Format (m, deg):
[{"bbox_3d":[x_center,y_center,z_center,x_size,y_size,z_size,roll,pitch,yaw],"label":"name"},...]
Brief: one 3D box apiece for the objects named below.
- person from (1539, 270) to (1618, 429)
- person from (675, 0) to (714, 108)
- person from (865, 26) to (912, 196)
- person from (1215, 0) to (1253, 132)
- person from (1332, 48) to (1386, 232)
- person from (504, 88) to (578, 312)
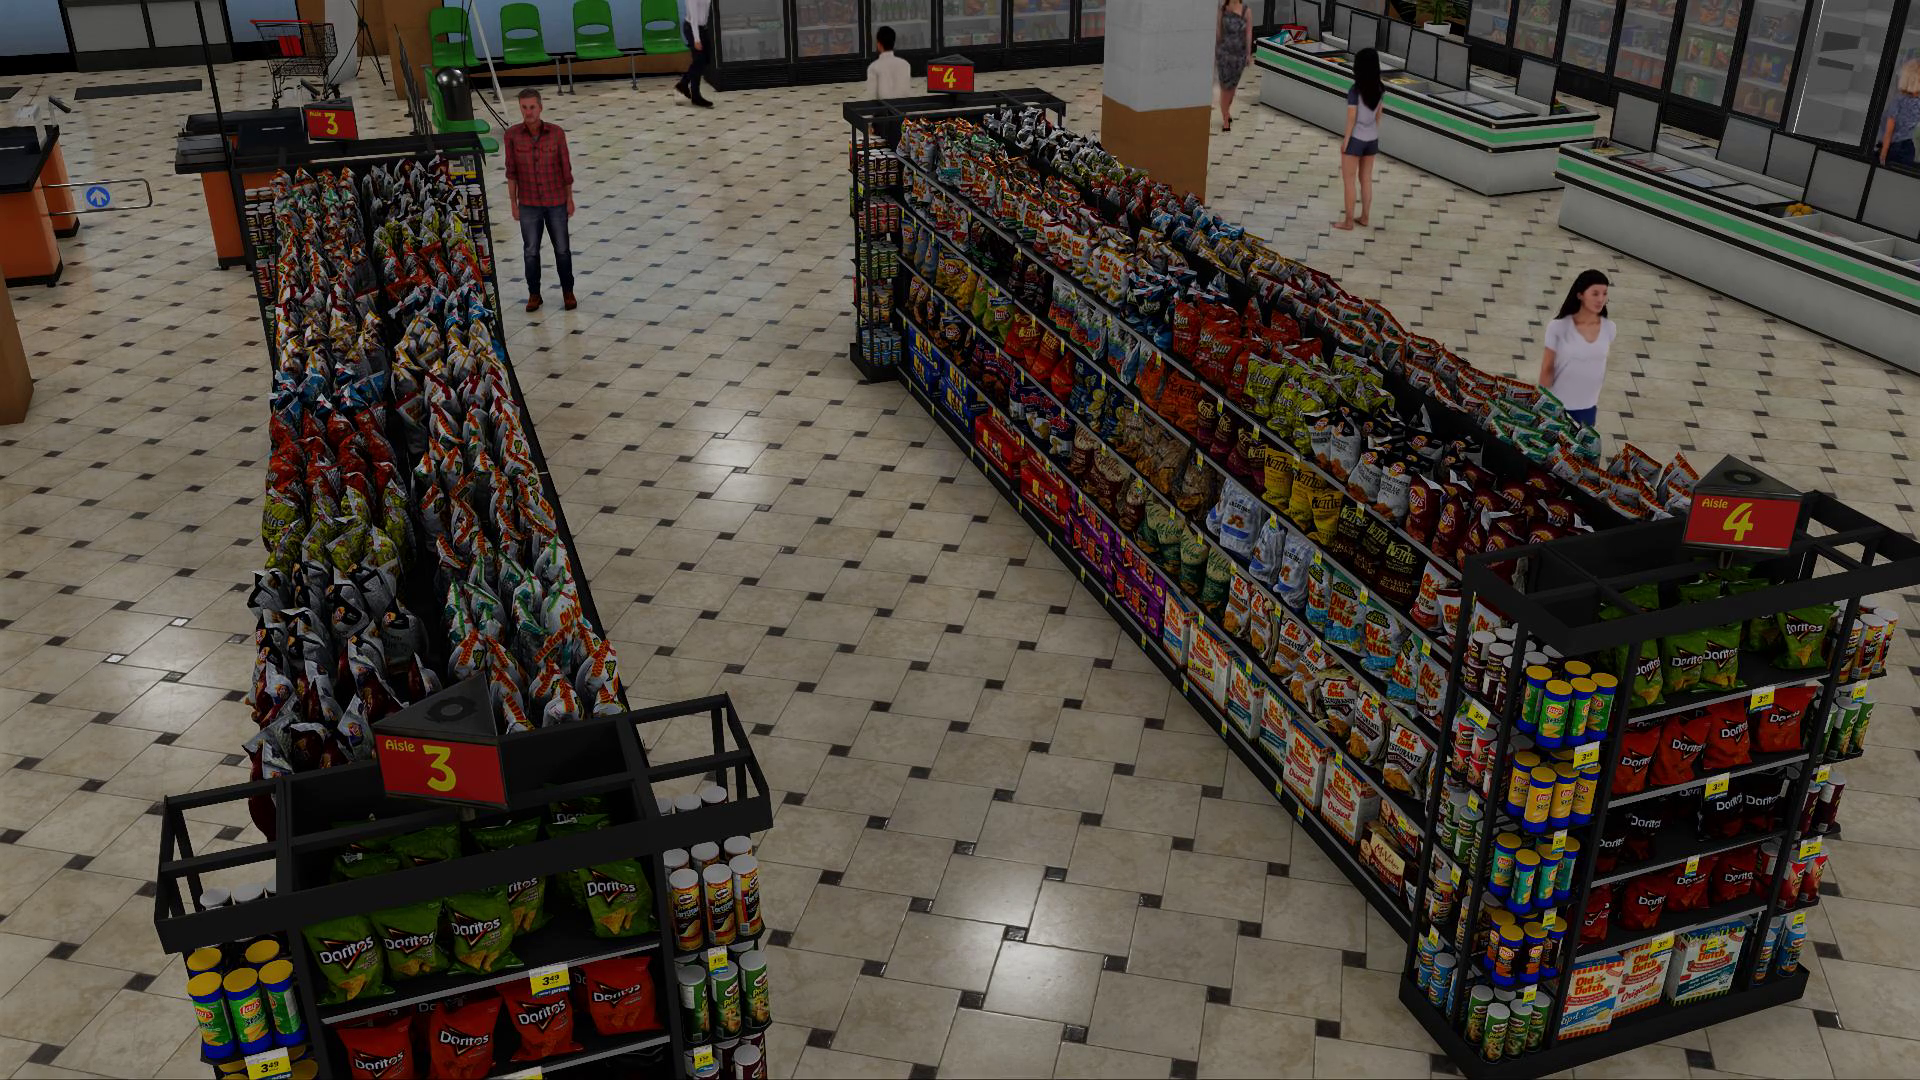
[{"bbox_3d":[3.598,-0.813,10.022,0.782,1.659,1.101,-3,27,-6],"label":"person"},{"bbox_3d":[-3.311,-6.330,20.712,0.969,1.831,0.937,1,27,1],"label":"person"},{"bbox_3d":[-0.654,-4.082,16.317,0.818,1.796,1.041,-17,31,-30],"label":"person"},{"bbox_3d":[3.214,-5.703,19.672,0.814,1.651,1.215,-1,27,-2],"label":"person"},{"bbox_3d":[3.833,-3.841,15.941,0.645,1.706,0.597,-17,32,-30],"label":"person"},{"bbox_3d":[-3.467,-2.826,13.802,0.720,1.830,0.581,-6,27,-11],"label":"person"}]
